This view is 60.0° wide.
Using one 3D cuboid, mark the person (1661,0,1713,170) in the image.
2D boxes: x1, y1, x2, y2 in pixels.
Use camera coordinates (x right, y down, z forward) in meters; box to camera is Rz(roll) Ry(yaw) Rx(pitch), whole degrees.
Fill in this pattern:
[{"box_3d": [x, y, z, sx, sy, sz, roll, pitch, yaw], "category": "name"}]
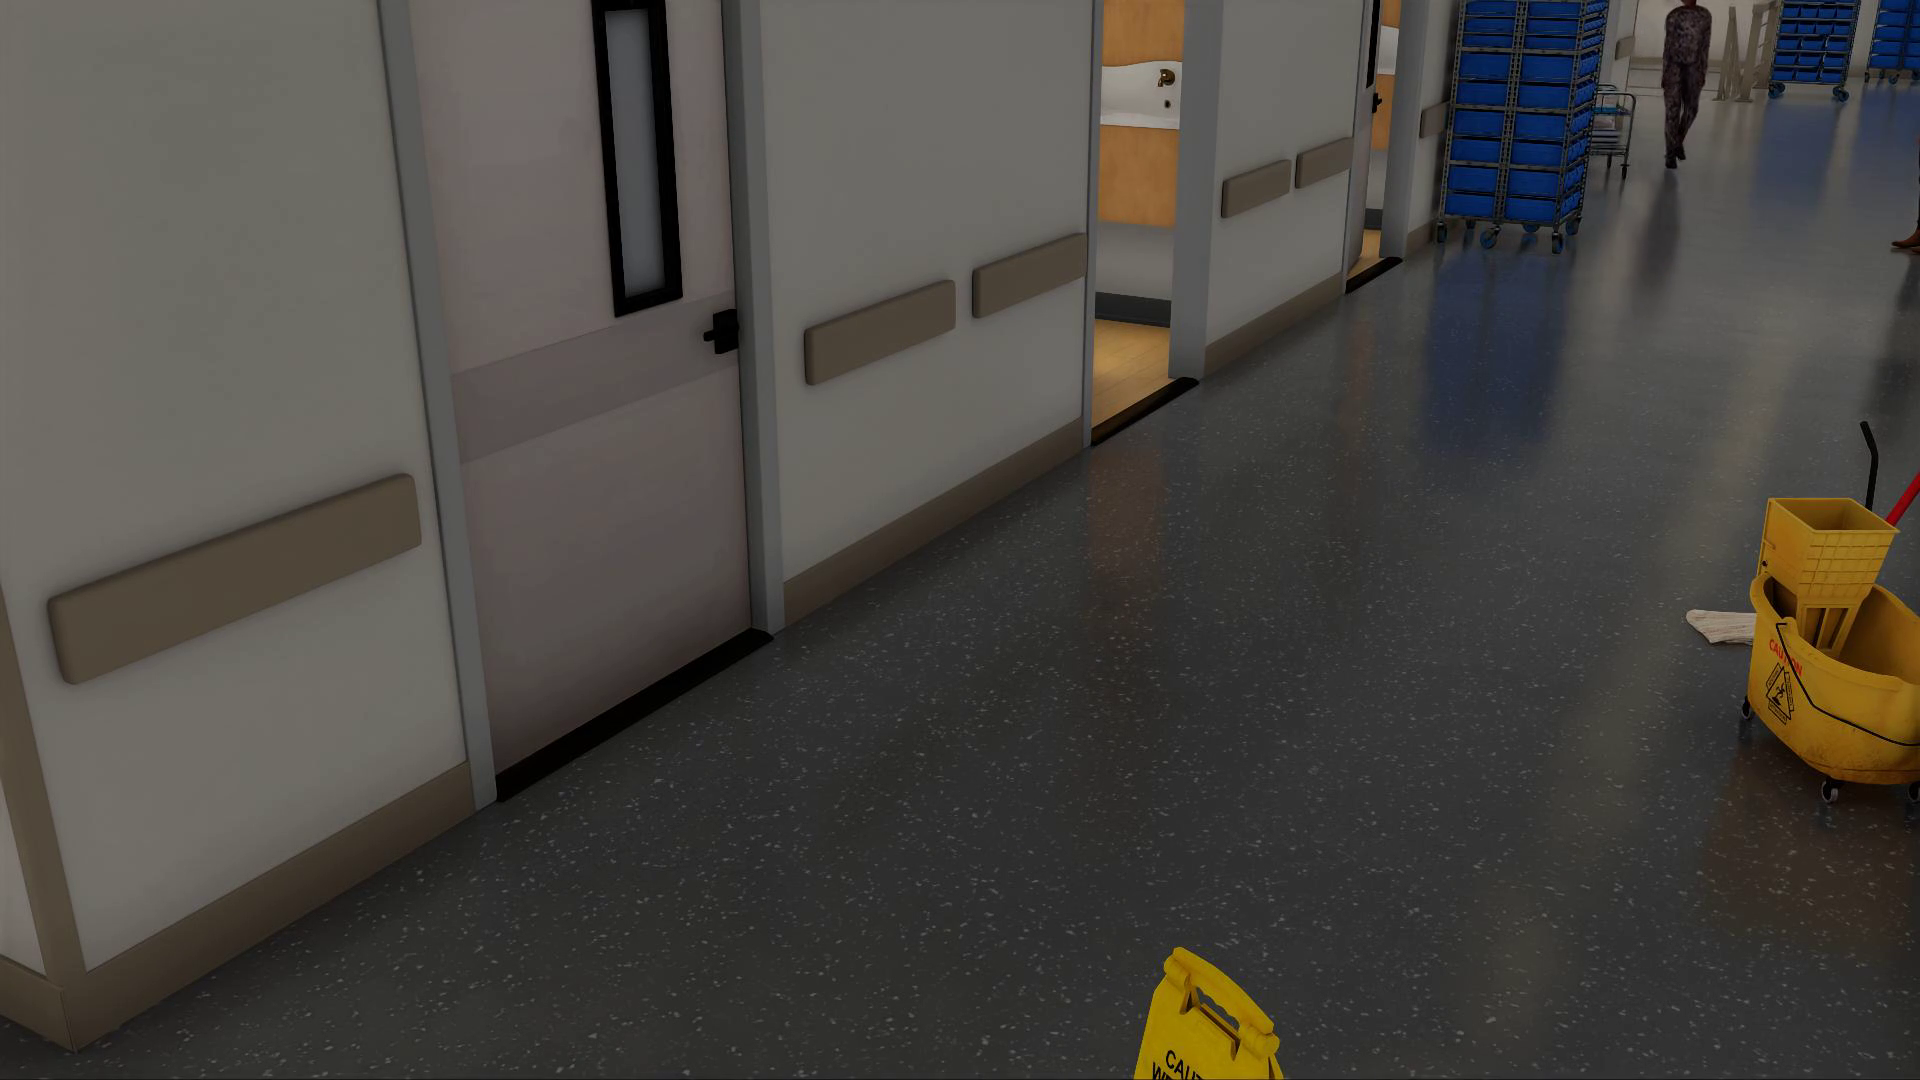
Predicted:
[{"box_3d": [6.633, -4.301, 15.364, 0.696, 1.699, 0.767, 3, 21, 7], "category": "person"}]
